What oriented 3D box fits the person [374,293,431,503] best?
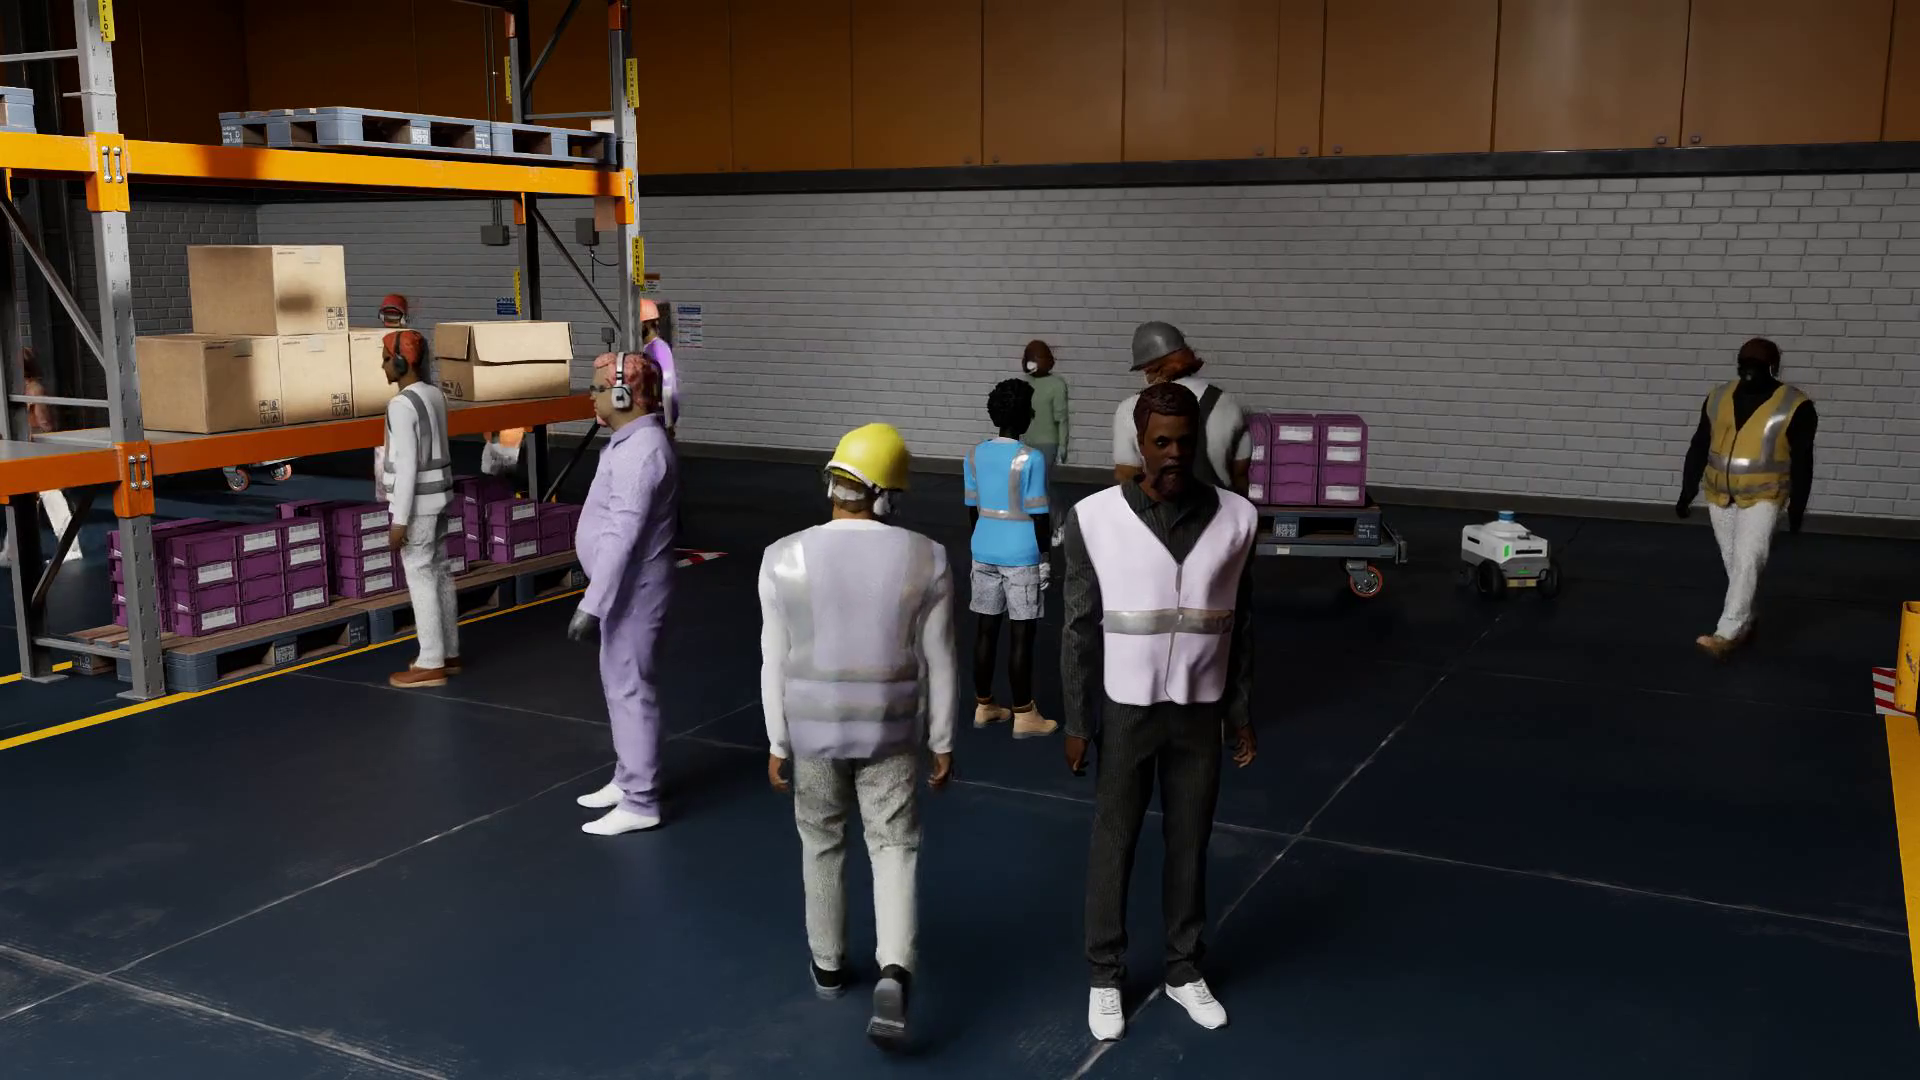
[{"bbox_3d":[-4.789,-1.135,14.260,0.636,1.946,0.983,-7,12,-37],"label":"person"}]

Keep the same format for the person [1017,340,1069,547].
[{"bbox_3d":[0.590,-0.718,12.749,0.337,1.623,0.510,-10,14,-44],"label":"person"}]

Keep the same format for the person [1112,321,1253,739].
[{"bbox_3d":[1.050,-0.110,8.011,0.736,2.000,1.027,-2,10,-10],"label":"person"}]

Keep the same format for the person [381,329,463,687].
[{"bbox_3d":[-2.857,-0.167,8.792,0.337,1.883,0.583,1,10,3],"label":"person"}]

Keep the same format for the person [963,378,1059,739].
[{"bbox_3d":[0.240,0.087,7.866,0.318,1.697,0.533,-9,13,-42],"label":"person"}]

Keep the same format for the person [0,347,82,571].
[{"bbox_3d":[-6.755,-0.571,11.943,0.517,1.597,0.839,9,13,41],"label":"person"}]

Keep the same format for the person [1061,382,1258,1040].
[{"bbox_3d":[0.582,0.494,4.876,0.598,1.915,0.378,-2,10,-13],"label":"person"}]

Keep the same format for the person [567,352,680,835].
[{"bbox_3d":[-1.317,0.216,6.543,0.450,1.902,0.665,-2,10,-9],"label":"person"}]

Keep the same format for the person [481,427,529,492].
[{"bbox_3d":[-3.570,-0.803,13.099,0.710,1.672,0.548,-1,10,-5],"label":"person"}]

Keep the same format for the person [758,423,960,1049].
[{"bbox_3d":[-0.285,0.561,4.860,0.583,1.797,0.772,-1,10,-5],"label":"person"}]

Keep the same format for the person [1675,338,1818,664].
[{"bbox_3d":[4.358,-0.222,9.353,0.908,1.799,0.639,-7,12,-34],"label":"person"}]

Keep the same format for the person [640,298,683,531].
[{"bbox_3d":[-2.477,-0.991,13.465,0.484,1.911,0.568,-3,10,-16],"label":"person"}]

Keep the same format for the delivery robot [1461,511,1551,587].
[{"bbox_3d":[3.646,0.047,11.126,0.477,0.478,0.707,-1,10,-7],"label":"delivery robot"}]
